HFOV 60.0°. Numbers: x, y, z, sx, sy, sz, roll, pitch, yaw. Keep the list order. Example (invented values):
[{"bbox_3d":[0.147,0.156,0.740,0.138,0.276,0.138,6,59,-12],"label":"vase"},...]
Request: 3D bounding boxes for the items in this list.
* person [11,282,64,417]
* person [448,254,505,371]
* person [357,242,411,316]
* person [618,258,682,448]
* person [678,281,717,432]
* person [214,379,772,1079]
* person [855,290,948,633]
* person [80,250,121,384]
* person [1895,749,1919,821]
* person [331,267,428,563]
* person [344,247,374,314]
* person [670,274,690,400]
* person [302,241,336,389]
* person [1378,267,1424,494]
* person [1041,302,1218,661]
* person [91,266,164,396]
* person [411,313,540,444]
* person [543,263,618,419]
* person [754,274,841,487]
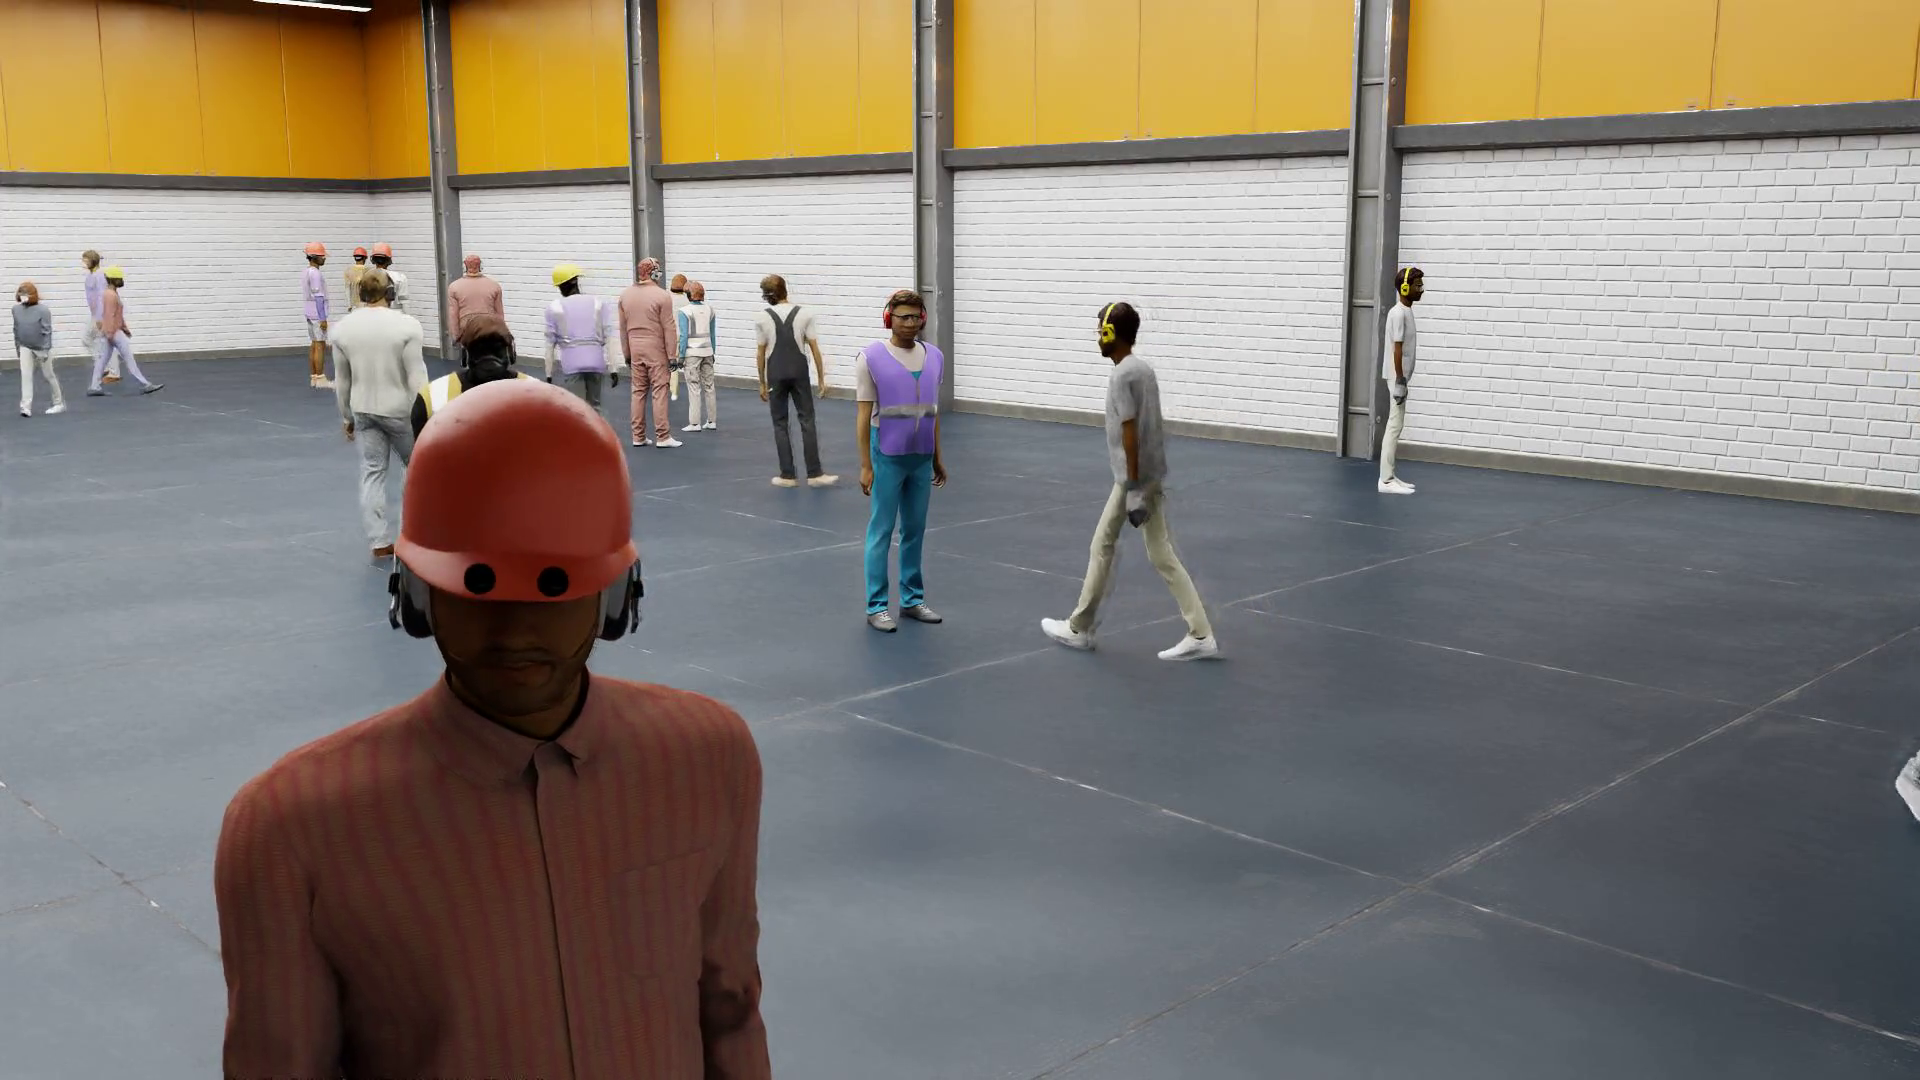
[{"bbox_3d":[-10.940,-2.255,19.671,0.505,1.585,0.806,0,10,1],"label":"person"},{"bbox_3d":[-5.800,-2.471,19.984,0.643,1.908,0.411,-4,11,-22],"label":"person"},{"bbox_3d":[-7.096,-2.643,20.550,0.614,2.043,0.374,-3,11,-15],"label":"person"},{"bbox_3d":[-3.101,-1.877,16.743,0.654,1.906,0.406,5,12,27],"label":"person"},{"bbox_3d":[-2.862,-1.994,18.114,0.310,1.638,0.523,8,13,38],"label":"person"},{"bbox_3d":[-0.454,0.817,1.819,0.617,1.990,0.393,-8,13,-37],"label":"person"},{"bbox_3d":[-0.328,-0.436,9.060,0.571,1.840,0.373,-9,14,-40],"label":"person"},{"bbox_3d":[-12.374,-3.185,23.839,0.539,1.918,0.665,-9,14,-40],"label":"person"},{"bbox_3d":[3.688,0.254,5.684,0.497,1.707,0.877,-4,11,-21],"label":"person"},{"bbox_3d":[-3.769,-0.825,10.971,0.665,1.917,0.631,1,10,7],"label":"person"},{"bbox_3d":[-10.332,-4.096,28.787,0.543,1.928,0.372,-1,10,-6],"label":"person"},{"bbox_3d":[-3.599,-2.616,21.520,0.500,1.633,0.284,0,10,2],"label":"person"},{"bbox_3d":[-8.919,-3.120,23.150,0.375,2.043,0.610,-7,12,-33],"label":"person"},{"bbox_3d":[3.668,-1.322,13.823,0.309,1.868,0.535,3,11,16],"label":"person"},{"bbox_3d":[0.880,-0.290,8.409,0.983,1.799,0.598,5,12,27],"label":"person"},{"bbox_3d":[-11.176,-2.770,22.135,0.909,1.721,0.543,-6,12,-31],"label":"person"},{"bbox_3d":[-1.859,0.003,6.739,0.654,1.811,0.848,-4,11,-22],"label":"person"},{"bbox_3d":[-3.448,-1.561,15.082,0.602,1.880,0.582,-6,12,-28],"label":"person"},{"bbox_3d":[-1.381,-1.336,14.099,0.707,1.812,0.317,-1,10,-8],"label":"person"}]
